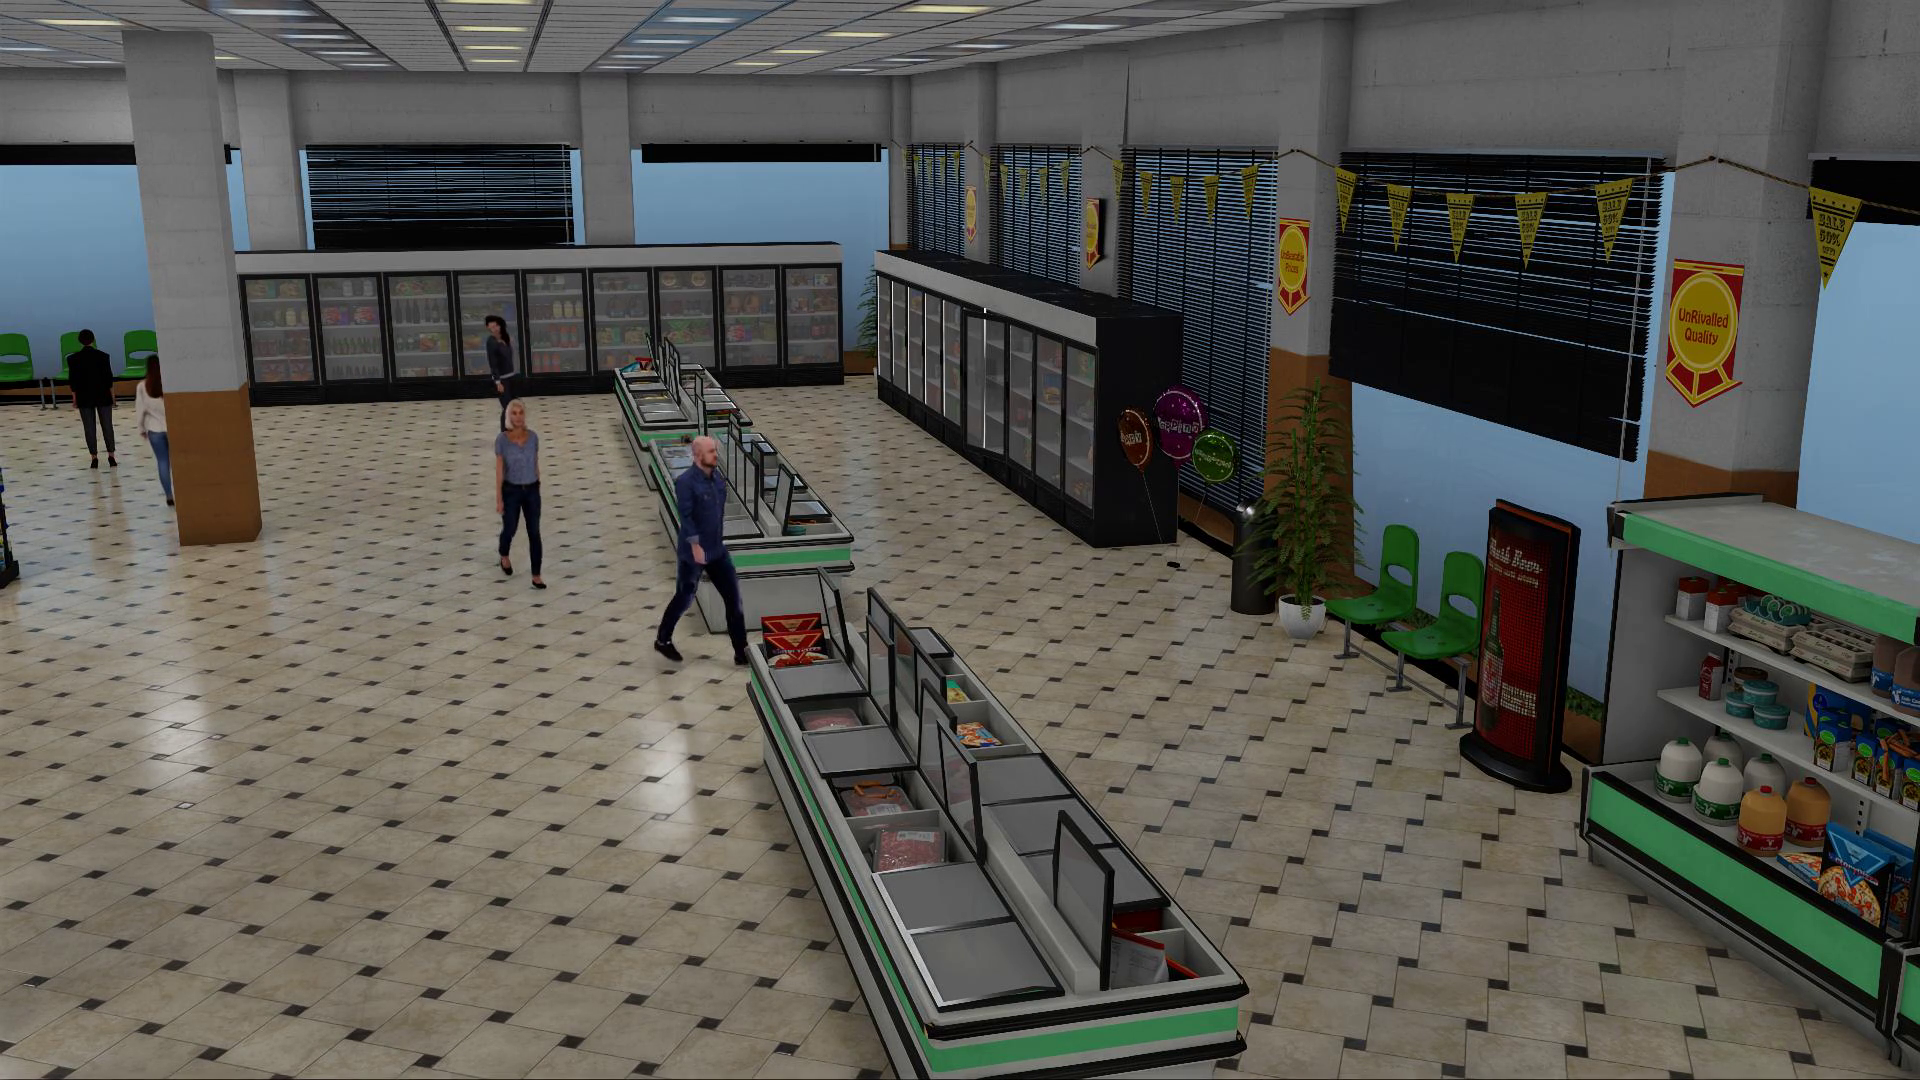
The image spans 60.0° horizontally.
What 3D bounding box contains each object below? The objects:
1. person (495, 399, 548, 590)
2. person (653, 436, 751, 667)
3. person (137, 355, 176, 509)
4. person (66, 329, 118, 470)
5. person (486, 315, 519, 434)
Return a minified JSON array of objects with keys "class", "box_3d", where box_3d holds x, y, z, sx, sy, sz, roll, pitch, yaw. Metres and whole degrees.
[{"class":"person","box_3d":[-4.044,-0.427,15.158,0.824,1.692,1.159,-8,16,-31]},{"class":"person","box_3d":[-2.036,0.121,12.710,1.272,1.783,1.198,8,16,30]},{"class":"person","box_3d":[-8.757,-1.176,18.311,0.725,1.662,0.976,-6,15,-23]},{"class":"person","box_3d":[-10.694,-1.743,20.532,0.697,1.718,0.653,-8,16,-28]},{"class":"person","box_3d":[-6.055,-2.117,22.053,0.945,1.727,0.681,-1,14,-2]}]
